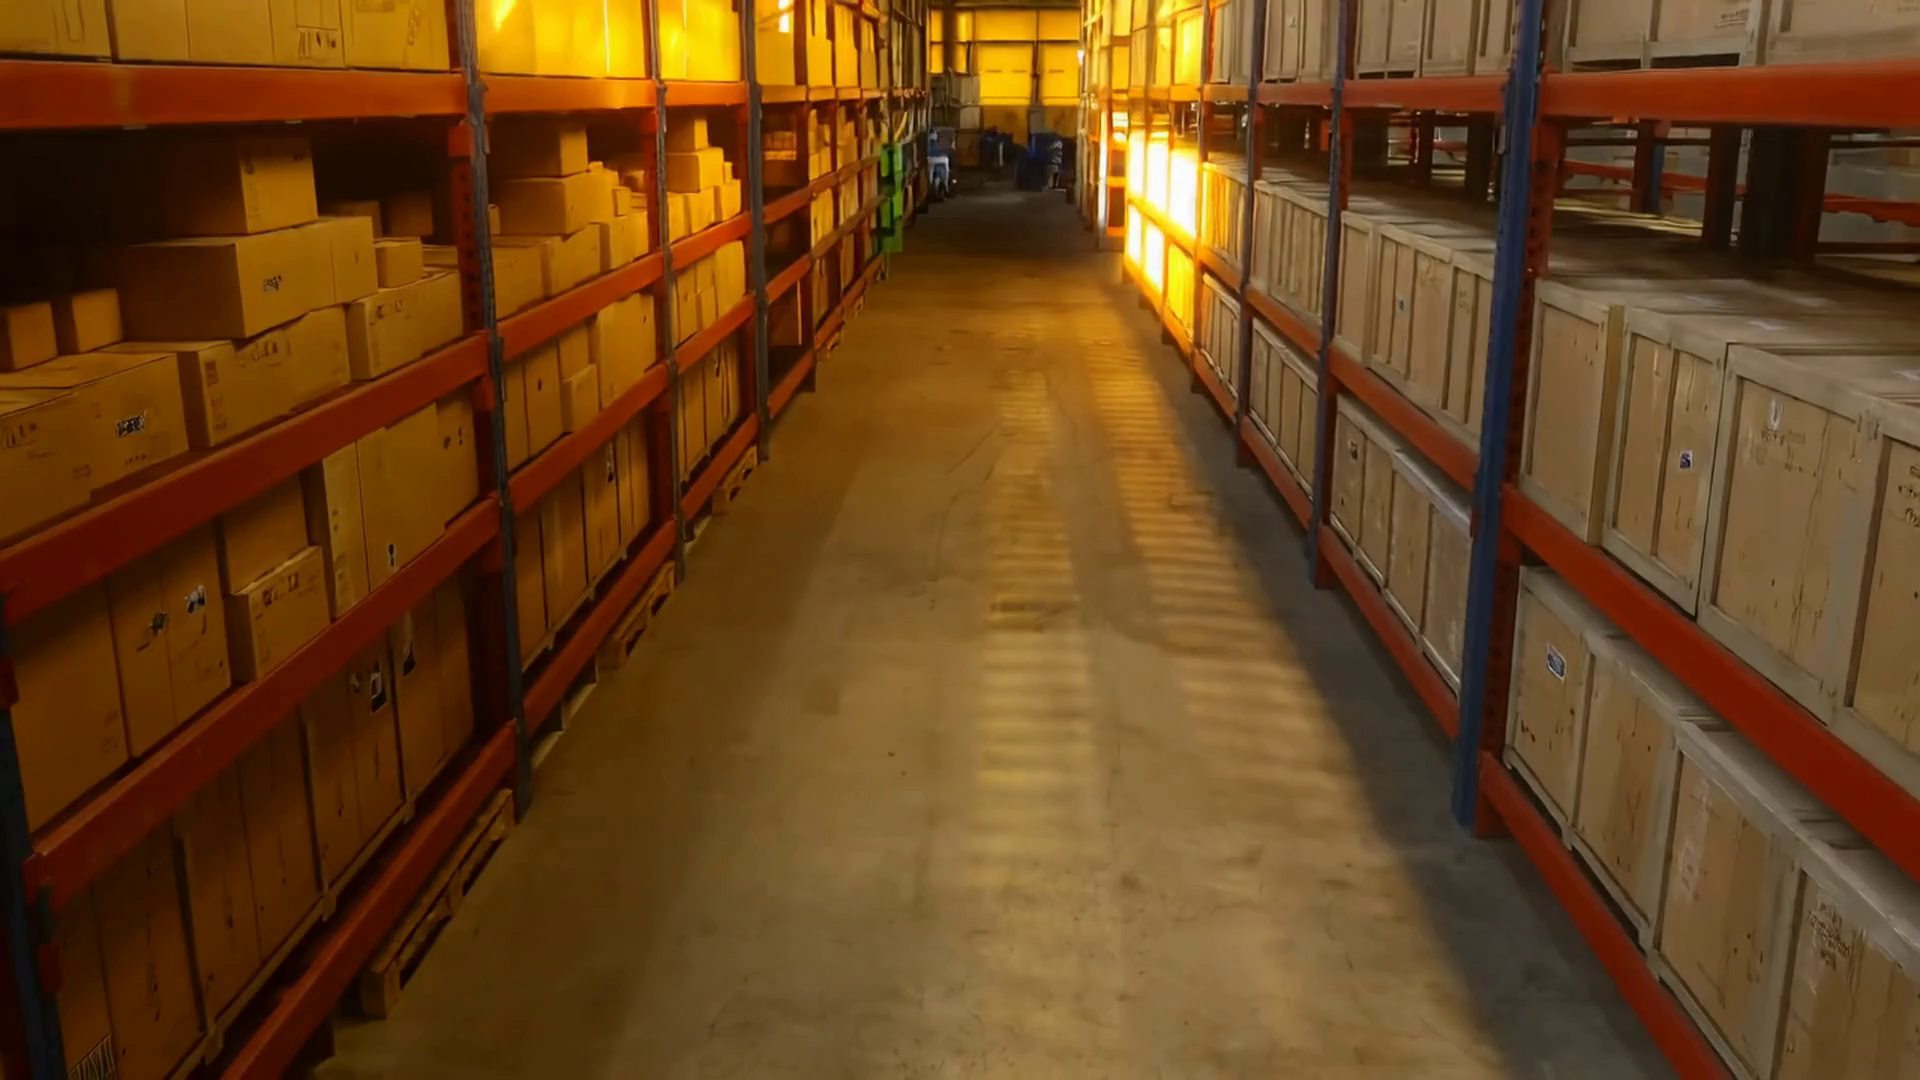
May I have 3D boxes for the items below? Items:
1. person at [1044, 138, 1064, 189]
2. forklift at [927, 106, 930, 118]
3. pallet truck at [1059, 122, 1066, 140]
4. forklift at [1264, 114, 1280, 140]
[{"bbox_3d":[3.479,-13.762,60.880,0.679,1.887,0.494,-4,15,-13],"label":"person"},{"bbox_3d":[-1.924,-21.395,87.397,1.129,2.768,1.873,0,15,2],"label":"forklift"},{"bbox_3d":[5.788,-21.111,88.014,1.885,1.965,0.823,5,16,18],"label":"pallet truck"},{"bbox_3d":[11.017,-13.909,59.544,1.129,2.768,1.873,0,15,2],"label":"forklift"}]
